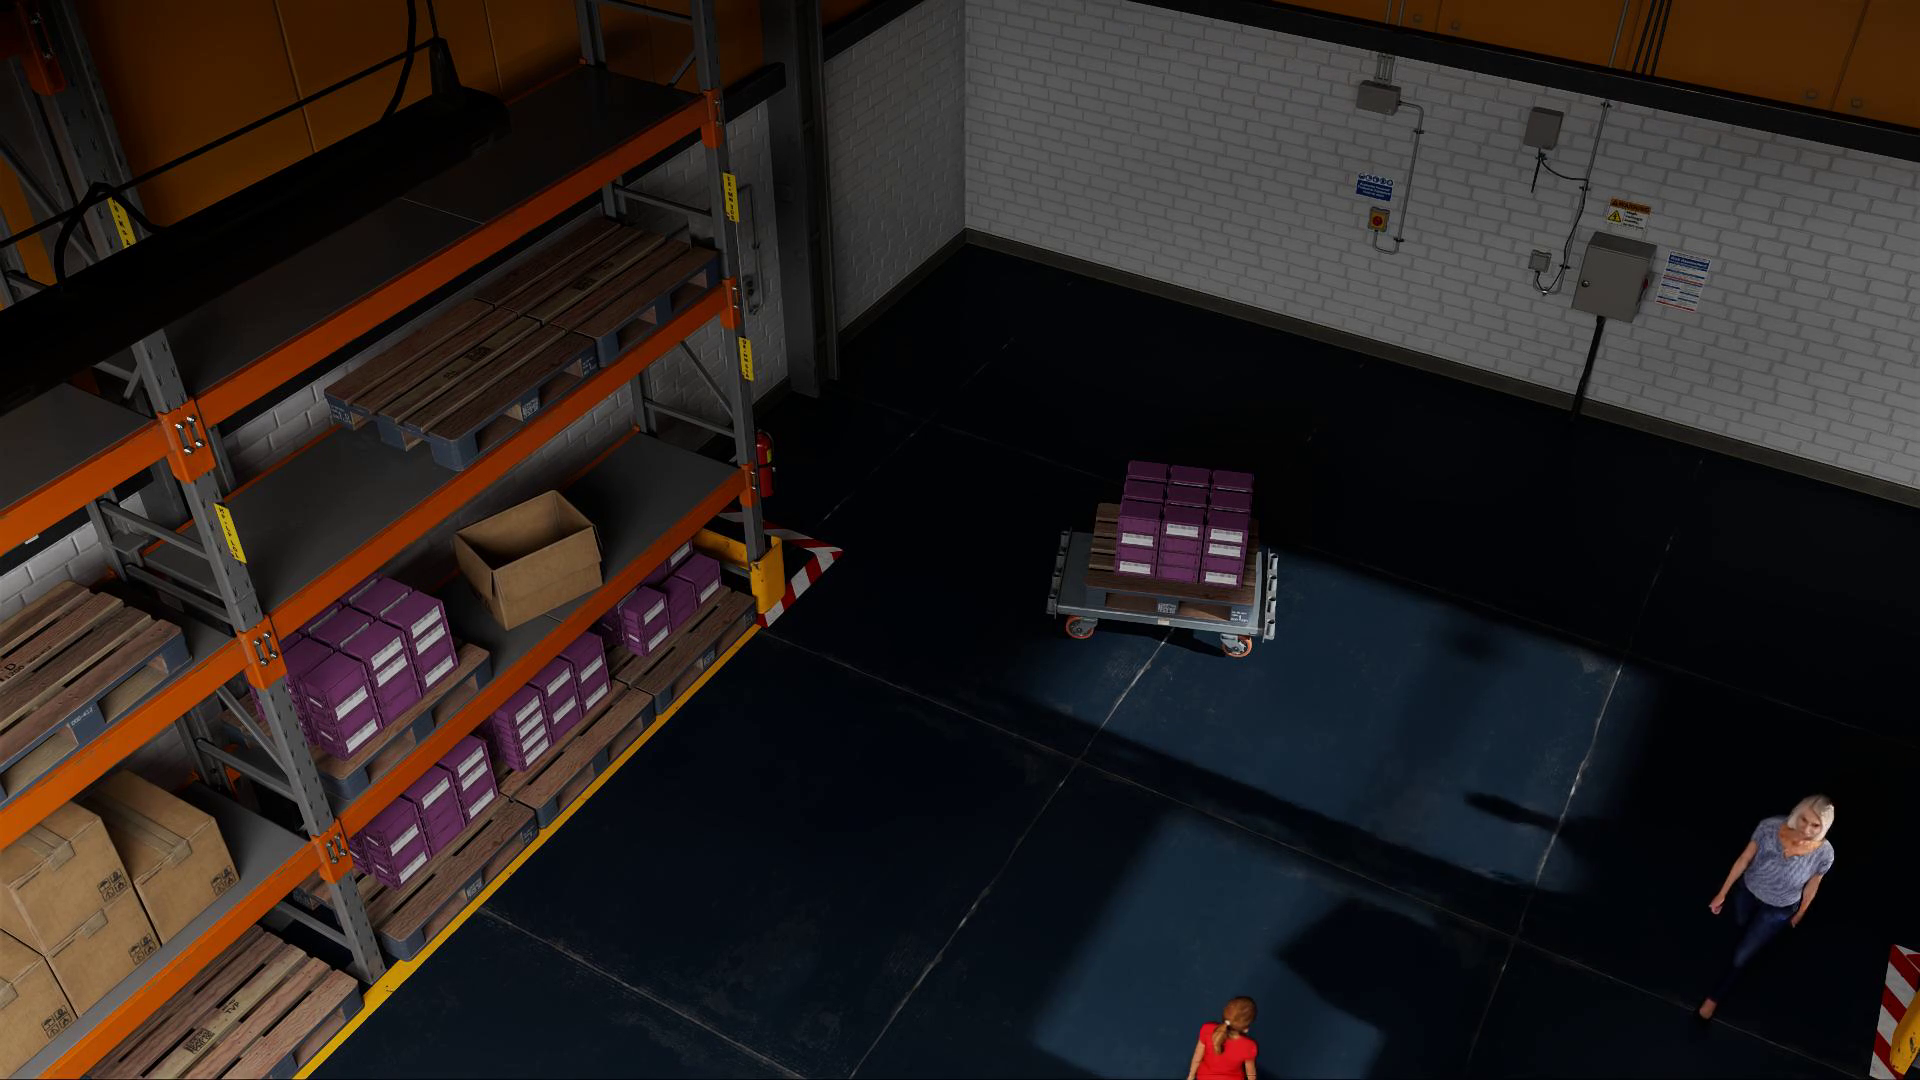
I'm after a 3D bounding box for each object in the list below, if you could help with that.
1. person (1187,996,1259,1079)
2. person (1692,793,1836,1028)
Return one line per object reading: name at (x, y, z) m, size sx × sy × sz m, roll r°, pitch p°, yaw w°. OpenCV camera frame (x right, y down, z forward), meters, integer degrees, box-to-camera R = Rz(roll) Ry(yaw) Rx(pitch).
person at (1.326, 2.877, 8.635) m, size 0.491 × 1.276 × 0.899 m, roll 18°, pitch 42°, yaw 22°
person at (4.602, 1.979, 9.434) m, size 1.187 × 1.683 × 0.823 m, roll -28°, pitch 46°, yaw -31°
